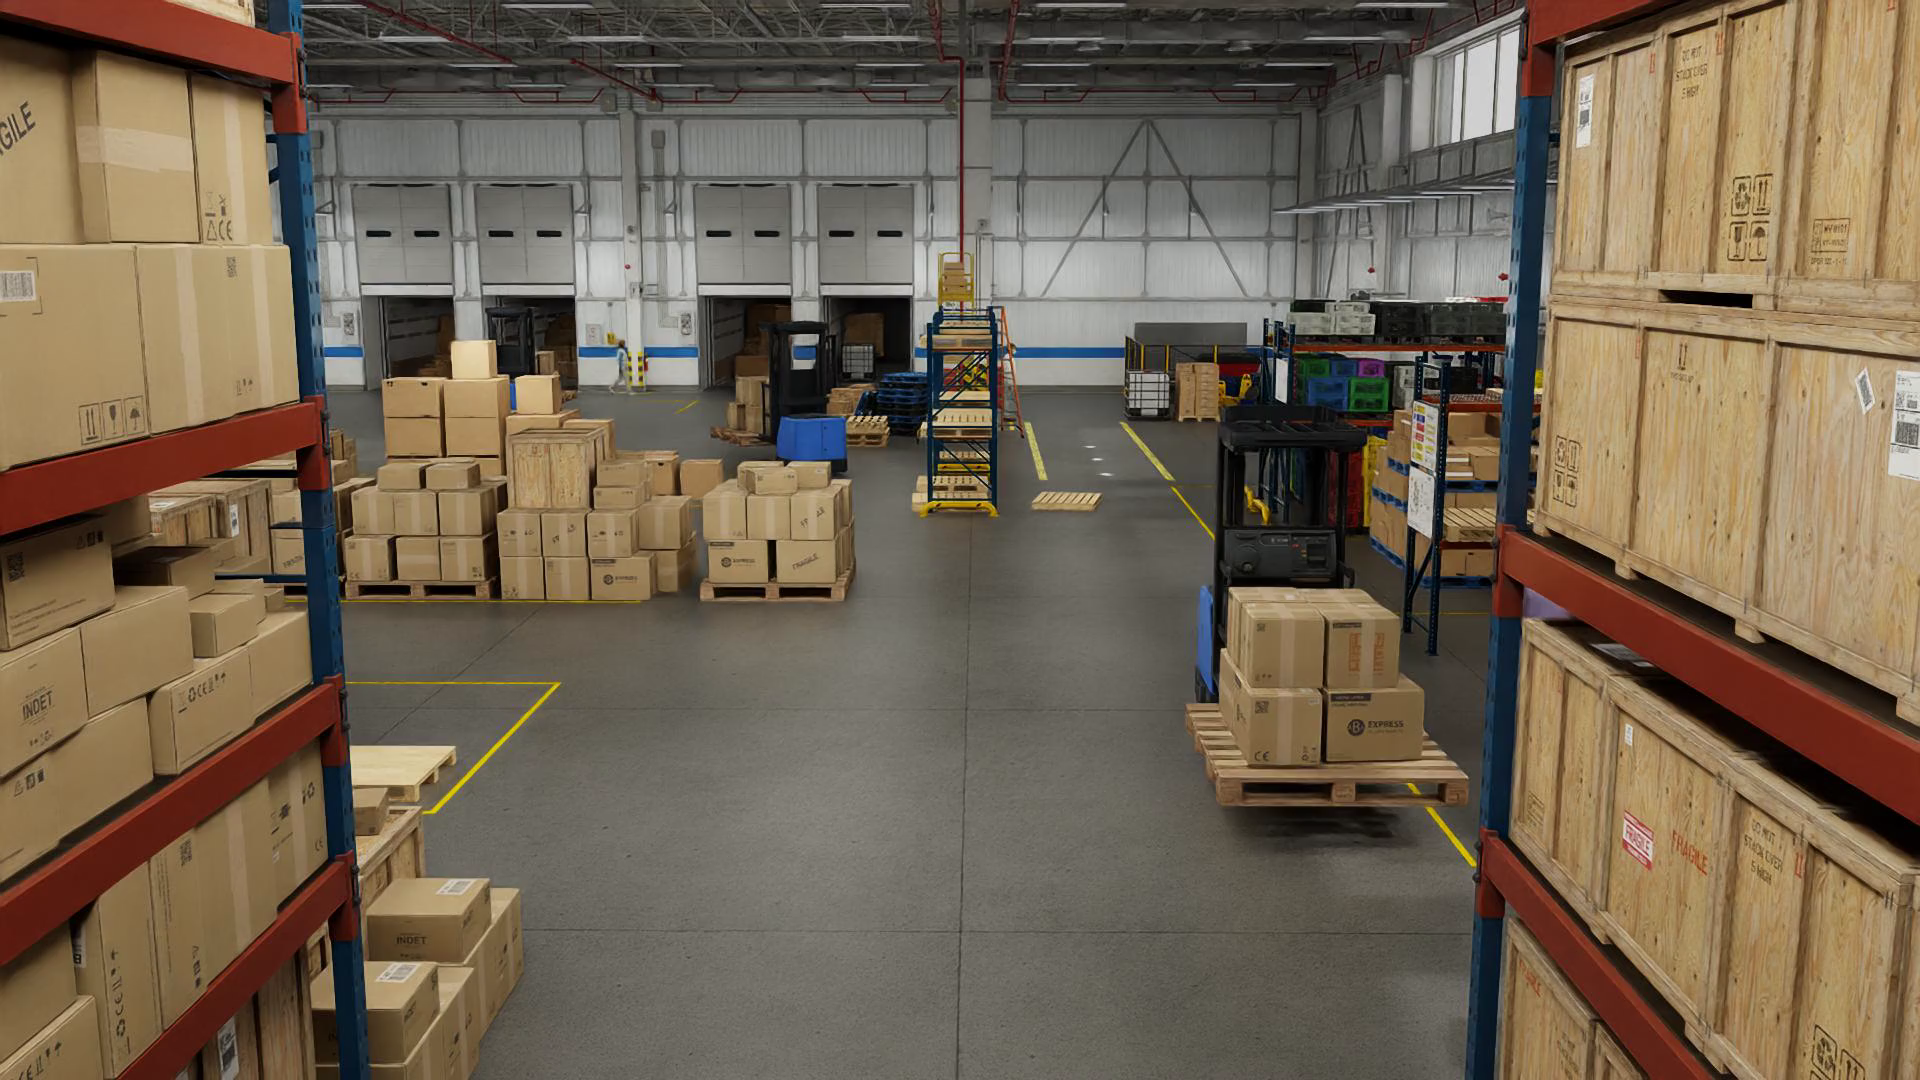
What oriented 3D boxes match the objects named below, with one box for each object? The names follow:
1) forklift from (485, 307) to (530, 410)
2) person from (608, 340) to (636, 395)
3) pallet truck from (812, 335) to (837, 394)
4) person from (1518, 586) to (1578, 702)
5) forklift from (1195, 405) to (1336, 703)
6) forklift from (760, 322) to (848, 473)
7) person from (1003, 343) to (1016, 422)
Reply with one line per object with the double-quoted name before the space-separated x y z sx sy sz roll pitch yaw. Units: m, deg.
"forklift" -10.754 -4.150 39.646 1.129 2.768 1.873 0 10 1
"person" -9.826 -4.996 48.155 0.742 1.614 0.513 -2 10 -10
"pallet truck" -3.021 -4.312 43.126 1.885 1.965 0.823 3 10 17
"person" 4.760 0.867 13.527 0.641 1.908 0.936 2 10 12
"forklift" 2.694 0.232 14.361 1.129 2.768 1.873 0 10 1
"forklift" -2.942 -2.700 31.278 1.129 2.768 1.873 -5 11 -26
"person" 1.205 -3.848 40.626 0.351 1.934 0.635 0 10 0
